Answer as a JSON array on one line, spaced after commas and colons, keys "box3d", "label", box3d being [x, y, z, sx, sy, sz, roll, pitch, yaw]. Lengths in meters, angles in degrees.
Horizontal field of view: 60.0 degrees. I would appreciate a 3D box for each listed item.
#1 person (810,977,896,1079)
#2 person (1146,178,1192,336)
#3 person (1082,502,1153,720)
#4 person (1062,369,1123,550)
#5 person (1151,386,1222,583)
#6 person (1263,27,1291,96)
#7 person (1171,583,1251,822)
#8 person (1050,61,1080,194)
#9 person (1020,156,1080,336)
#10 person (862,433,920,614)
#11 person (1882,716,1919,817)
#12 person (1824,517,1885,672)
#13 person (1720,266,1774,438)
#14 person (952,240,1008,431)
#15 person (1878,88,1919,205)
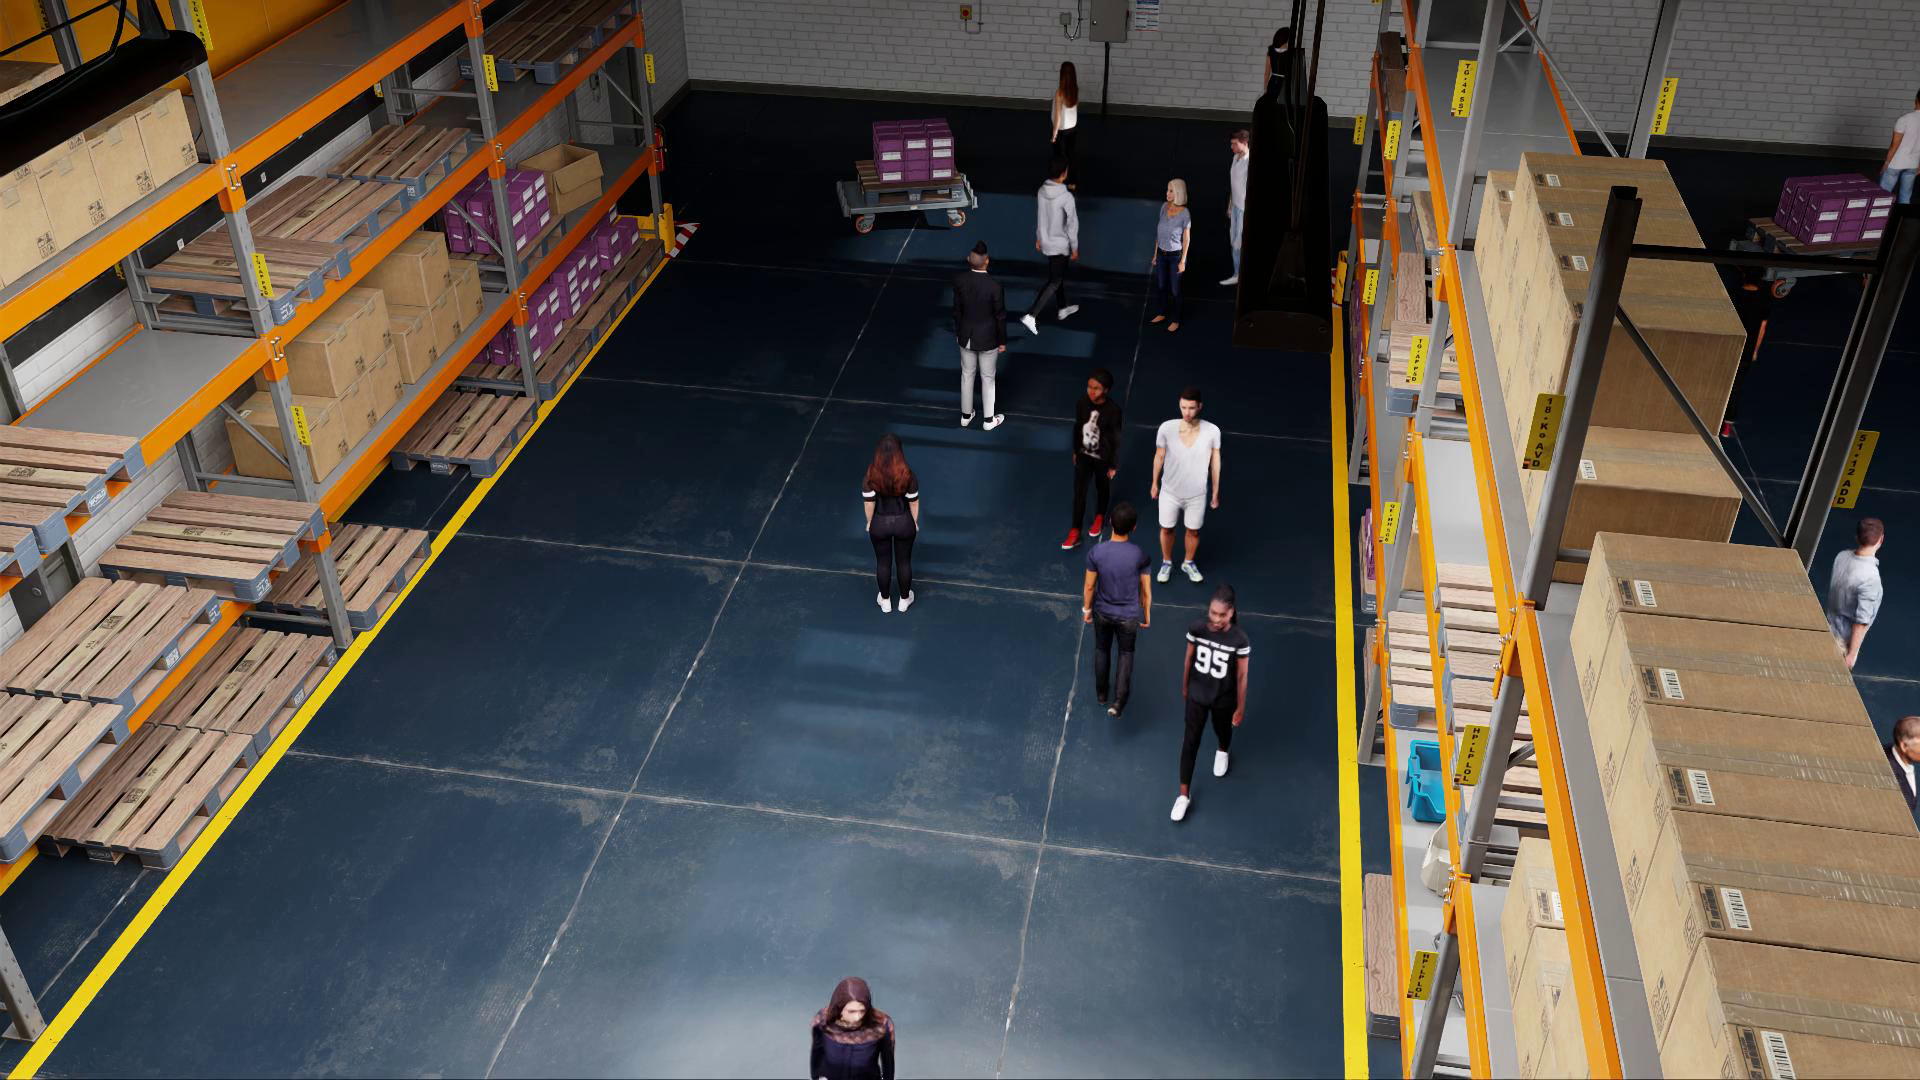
[{"box3d": [-0.574, 2.942, 8.869, 0.621, 1.600, 0.575, 10, 35, 14], "label": "person"}, {"box3d": [2.264, -3.040, 17.759, 0.706, 1.721, 0.661, -24, 41, -32], "label": "person"}, {"box3d": [1.141, 0.586, 12.264, 0.669, 1.765, 0.893, 3, 34, 4], "label": "person"}, {"box3d": [1.209, -0.764, 14.396, 0.761, 1.653, 0.969, 15, 36, 21], "label": "person"}, {"box3d": [1.868, -0.463, 13.771, 0.730, 1.844, 0.564, 0, 34, 1], "label": "person"}, {"box3d": [4.195, -5.864, 21.940, 0.661, 1.795, 0.654, 23, 40, 31], "label": "person"}, {"box3d": [1.801, 1.054, 11.628, 0.789, 1.691, 1.142, 13, 36, 19], "label": "person"}, {"box3d": [1.332, -5.180, 20.978, 0.619, 1.722, 0.717, -29, 43, -36], "label": "person"}, {"box3d": [0.953, -3.105, 17.699, 1.315, 1.896, 1.161, -27, 42, -34], "label": "person"}, {"box3d": [-0.550, -0.134, 13.461, 0.652, 1.639, 0.639, -1, 34, -1], "label": "person"}, {"box3d": [5.670, 1.813, 10.373, 0.838, 1.815, 0.680, 20, 39, 27], "label": "person"}, {"box3d": [6.365, 0.700, 12.038, 0.945, 1.826, 0.531, 7, 34, 10], "label": "person"}, {"box3d": [7.390, -1.820, 15.895, 0.636, 1.752, 0.559, 8, 34, 12], "label": "person"}, {"box3d": [0.180, -1.975, 15.944, 0.758, 1.956, 0.685, 14, 36, 20], "label": "person"}, {"box3d": [11.242, -4.498, 19.824, 0.714, 1.864, 0.616, -1, 34, -1], "label": "person"}]
